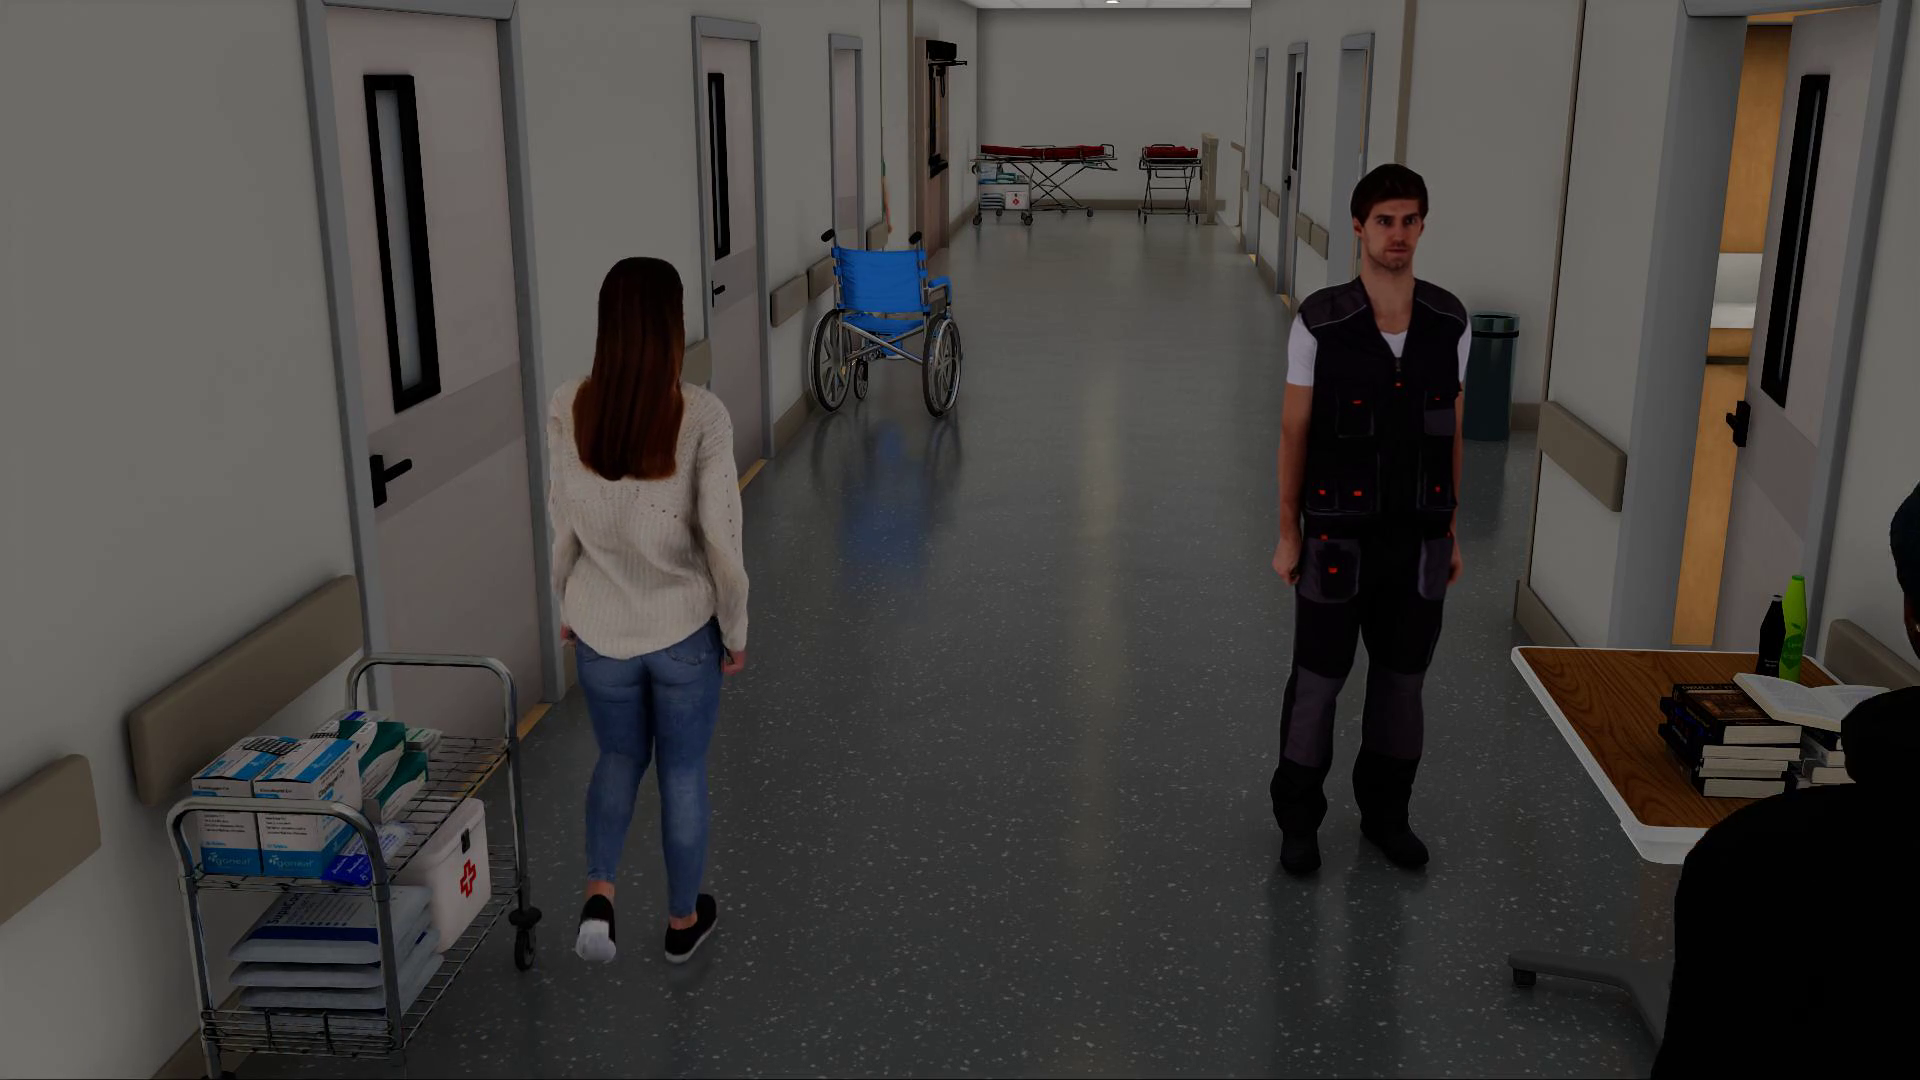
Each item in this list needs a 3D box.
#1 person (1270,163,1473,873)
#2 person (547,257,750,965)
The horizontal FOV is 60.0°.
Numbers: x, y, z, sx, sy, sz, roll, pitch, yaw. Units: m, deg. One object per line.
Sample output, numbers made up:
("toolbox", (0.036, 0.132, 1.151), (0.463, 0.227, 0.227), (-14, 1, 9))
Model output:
("person", (1.073, -0.037, 4.348), (0.705, 1.848, 0.639), (-2, 16, -7))
("person", (-0.721, 0.225, 3.719), (0.674, 1.686, 0.815), (3, 16, 10))
